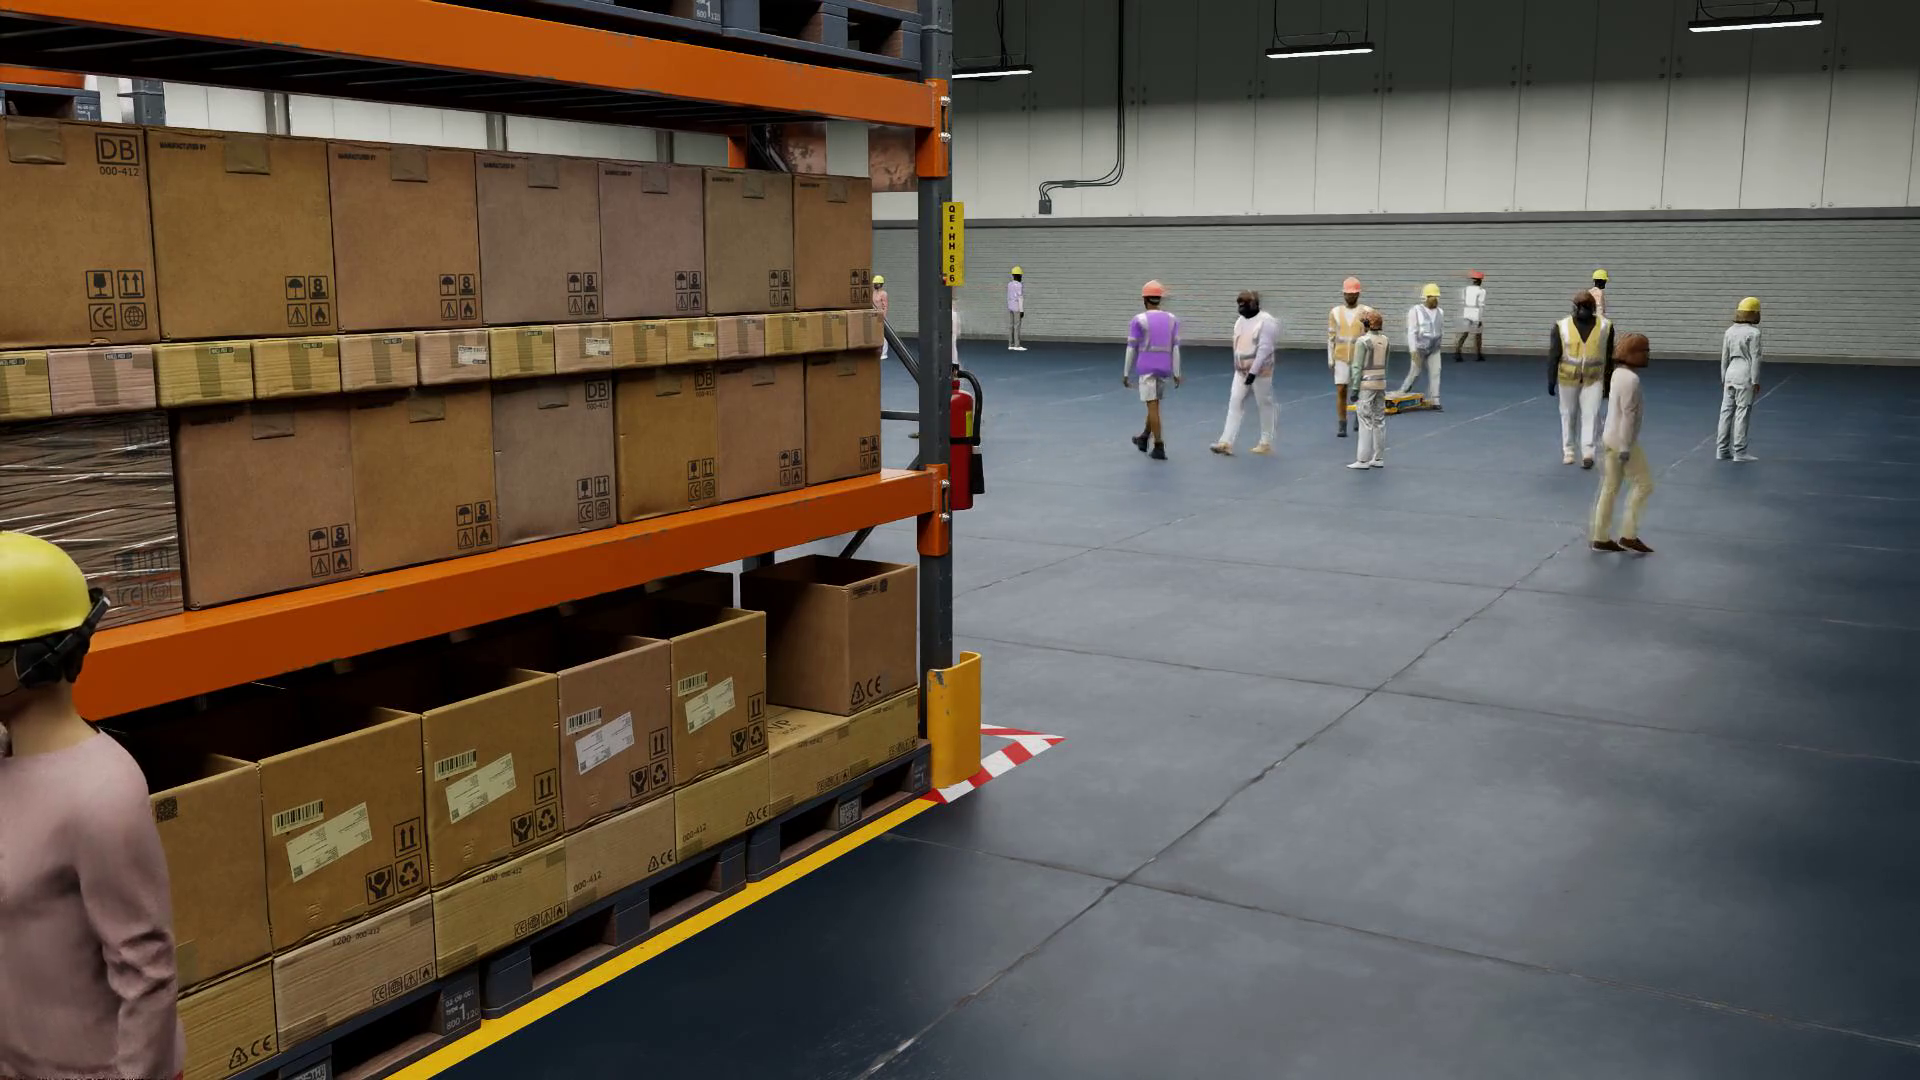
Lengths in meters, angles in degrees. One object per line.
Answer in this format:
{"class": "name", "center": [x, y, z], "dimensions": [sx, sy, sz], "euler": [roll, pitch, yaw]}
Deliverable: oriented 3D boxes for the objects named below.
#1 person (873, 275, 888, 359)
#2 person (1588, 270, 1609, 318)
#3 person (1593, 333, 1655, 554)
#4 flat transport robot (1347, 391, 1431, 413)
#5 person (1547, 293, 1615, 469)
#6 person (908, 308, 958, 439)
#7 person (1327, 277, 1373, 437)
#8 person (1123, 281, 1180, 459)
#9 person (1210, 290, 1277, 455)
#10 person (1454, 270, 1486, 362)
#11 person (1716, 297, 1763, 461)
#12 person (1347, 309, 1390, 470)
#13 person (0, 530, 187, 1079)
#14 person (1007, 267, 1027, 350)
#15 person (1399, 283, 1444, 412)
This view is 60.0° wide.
{"class": "person", "center": [-1.715, -4.697, 35.132], "dimensions": [0.305, 1.772, 0.525], "euler": [-7, 12, -37]}
{"class": "person", "center": [11.616, -3.962, 30.367], "dimensions": [0.363, 1.927, 0.587], "euler": [1, 10, 3]}
{"class": "person", "center": [4.927, -0.698, 12.150], "dimensions": [0.517, 1.617, 0.522], "euler": [1, 10, 6]}
{"class": "flat transport robot", "center": [6.045, -1.950, 23.426], "dimensions": [0.652, 0.197, 1.431], "euler": [8, 12, 39]}
{"class": "person", "center": [6.385, -1.633, 17.128], "dimensions": [0.651, 1.791, 0.955], "euler": [3, 10, 18]}
{"class": "person", "center": [-0.321, -2.081, 19.512], "dimensions": [0.818, 1.873, 0.651], "euler": [1, 10, 3]}
{"class": "person", "center": [4.693, -2.194, 20.022], "dimensions": [0.548, 1.927, 0.441], "euler": [4, 10, 22]}
{"class": "person", "center": [2.040, -1.852, 18.103], "dimensions": [0.574, 1.891, 0.948], "euler": [-4, 10, -21]}
{"class": "person", "center": [3.109, -1.811, 18.144], "dimensions": [0.908, 1.792, 0.614], "euler": [-7, 12, -34]}
{"class": "person", "center": [10.517, -4.599, 34.194], "dimensions": [0.909, 1.907, 0.560], "euler": [-9, 13, -42]}
{"class": "person", "center": [8.338, -1.709, 17.719], "dimensions": [0.325, 1.740, 0.492], "euler": [-3, 10, -18]}
{"class": "person", "center": [4.201, -1.537, 17.031], "dimensions": [0.512, 1.635, 0.311], "euler": [-8, 13, -40]}
{"class": "person", "center": [-1.416, 0.855, 2.635], "dimensions": [0.527, 1.768, 0.331], "euler": [8, 13, 40]}
{"class": "person", "center": [1.305, -5.347, 38.466], "dimensions": [0.364, 1.930, 0.588], "euler": [-5, 11, -28]}
{"class": "person", "center": [6.541, -2.719, 23.463], "dimensions": [0.592, 1.804, 0.808], "euler": [-3, 10, -14]}
